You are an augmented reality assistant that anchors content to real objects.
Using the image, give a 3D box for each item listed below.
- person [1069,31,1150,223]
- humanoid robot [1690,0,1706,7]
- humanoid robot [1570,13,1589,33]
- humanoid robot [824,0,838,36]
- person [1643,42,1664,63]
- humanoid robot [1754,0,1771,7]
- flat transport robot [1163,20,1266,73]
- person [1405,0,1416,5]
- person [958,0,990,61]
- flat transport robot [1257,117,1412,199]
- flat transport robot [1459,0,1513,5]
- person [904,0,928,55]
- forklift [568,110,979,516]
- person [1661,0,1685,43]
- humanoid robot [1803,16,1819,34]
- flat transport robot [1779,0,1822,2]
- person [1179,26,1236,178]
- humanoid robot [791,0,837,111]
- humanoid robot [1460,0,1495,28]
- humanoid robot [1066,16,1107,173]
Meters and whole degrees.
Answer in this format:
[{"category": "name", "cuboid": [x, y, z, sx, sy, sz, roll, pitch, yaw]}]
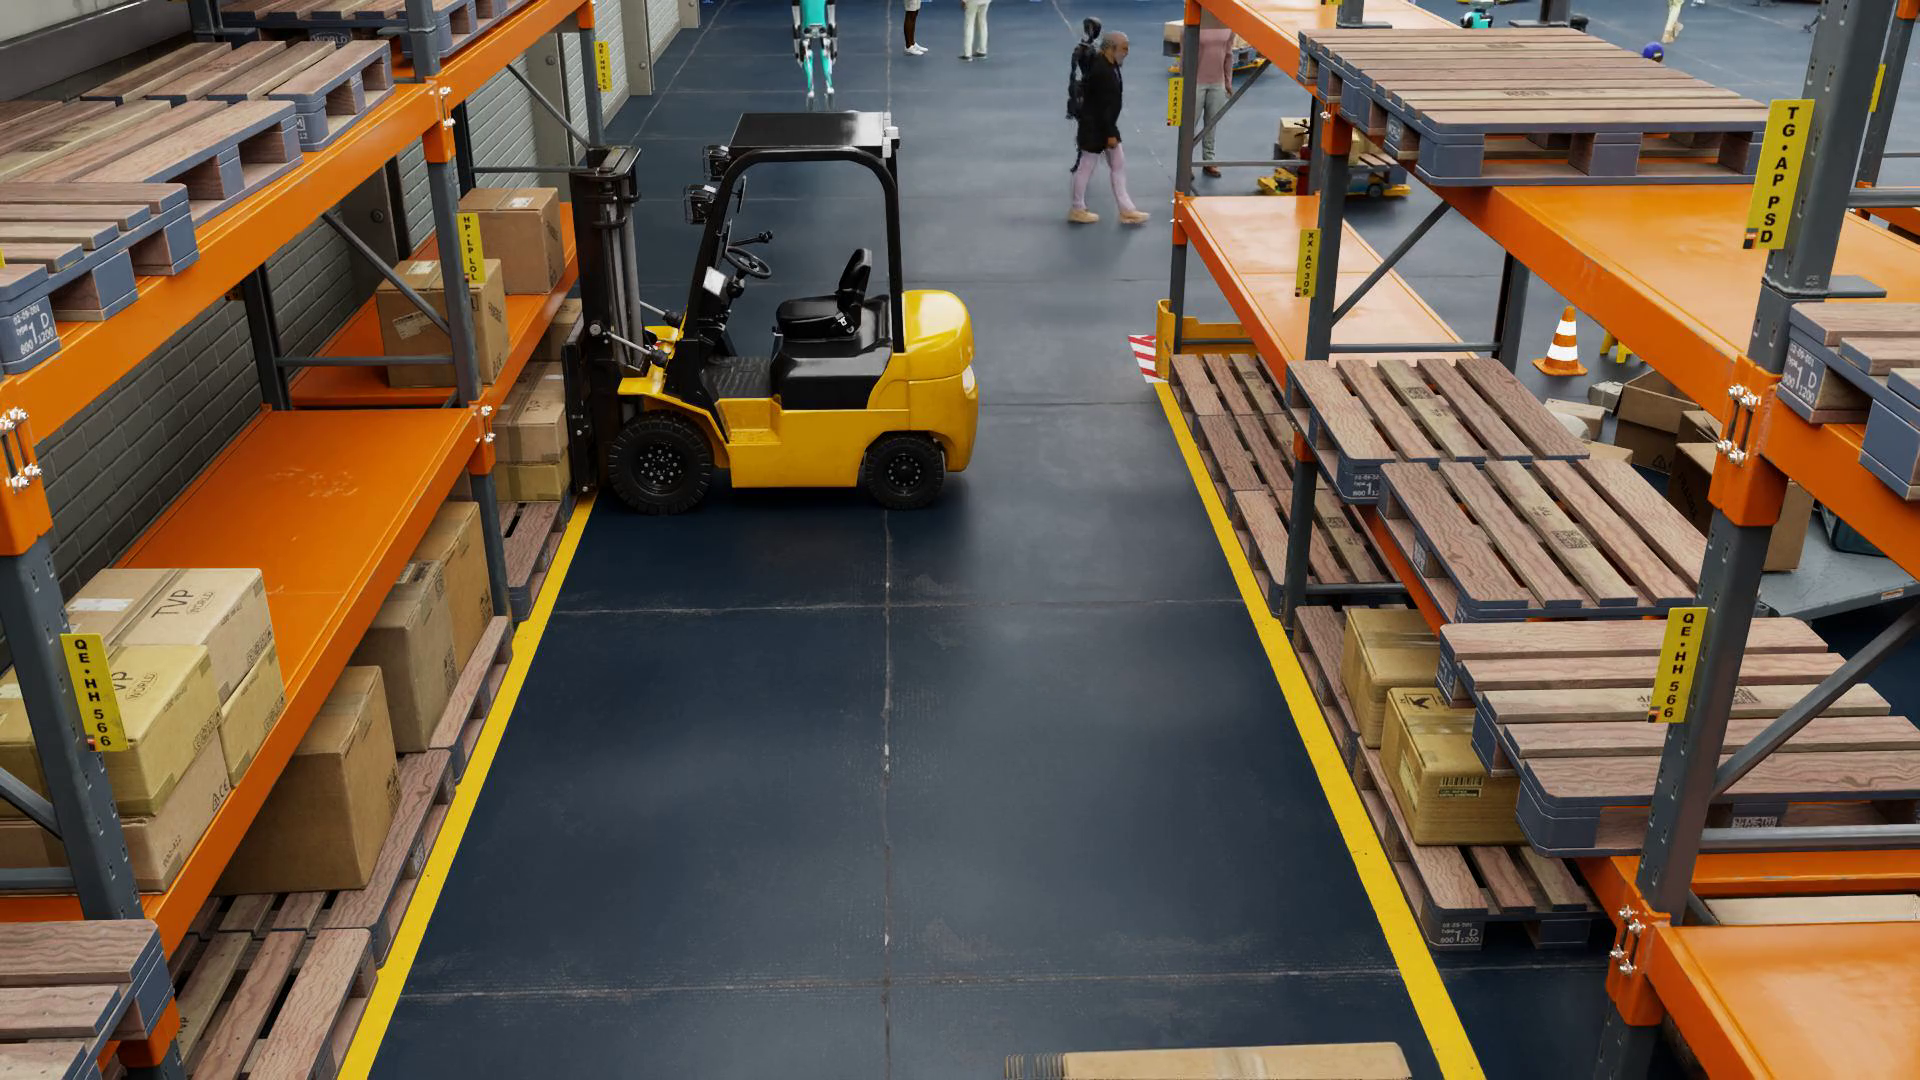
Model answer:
[{"category": "person", "cuboid": [1.434, -3.862, 15.672, 0.882, 1.806, 0.549, 10, 27, 20]}, {"category": "humanoid robot", "cuboid": [13.356, -10.349, 29.573, 0.548, 1.858, 0.659, -16, 30, -31]}, {"category": "humanoid robot", "cuboid": [6.541, -4.794, 17.878, 0.602, 1.655, 0.757, -12, 28, -23]}, {"category": "humanoid robot", "cuboid": [-2.174, -8.892, 26.492, 0.461, 1.648, 0.608, 20, 32, 36]}, {"category": "person", "cuboid": [6.532, -3.880, 15.873, 0.452, 1.667, 0.774, 20, 32, 35]}, {"category": "humanoid robot", "cuboid": [14.463, -10.348, 29.571, 0.339, 1.644, 0.592, 21, 32, 37]}, {"category": "flat transport robot", "cuboid": [3.678, -6.798, 23.700, 0.659, 0.231, 1.431, 23, 34, 40]}, {"category": "person", "cuboid": [6.831, -8.461, 25.390, 0.382, 1.837, 0.563, 22, 33, 39]}, {"category": "person", "cuboid": [0.228, -7.945, 24.401, 0.579, 1.742, 0.375, -20, 32, -35]}, {"category": "flat transport robot", "cuboid": [3.849, -3.675, 17.085, 1.431, 0.231, 0.659, -4, 26, -8]}, {"category": "flat transport robot", "cuboid": [9.797, -9.946, 30.366, 1.431, 0.231, 0.659, -15, 29, -28]}, {"category": "person", "cuboid": [-0.700, -8.255, 24.878, 0.377, 1.899, 0.543, 5, 26, 11]}, {"category": "forklift", "cuboid": [-1.043, -1.379, 9.976, 2.313, 2.155, 1.214, -1, 25, -2]}, {"category": "person", "cuboid": [11.324, -8.778, 26.060, 0.571, 1.834, 1.016, 22, 33, 39]}, {"category": "humanoid robot", "cuboid": [14.059, -8.928, 26.619, 0.731, 1.638, 0.610, 21, 32, 37]}, {"category": "flat transport robot", "cuboid": [15.510, -10.028, 30.539, 1.431, 0.231, 0.659, 16, 30, 31]}, {"category": "person", "cuboid": [2.594, -4.801, 17.517, 0.626, 1.940, 0.373, -8, 26, -16]}, {"category": "humanoid robot", "cuboid": [-1.691, -5.760, 19.774, 0.534, 1.785, 0.681, -5, 26, -11]}, {"category": "humanoid robot", "cuboid": [5.817, -4.977, 18.185, 0.541, 1.794, 0.811, -22, 33, -38]}, {"category": "humanoid robot", "cuboid": [1.352, -4.702, 17.623, 0.598, 1.648, 0.390, -22, 33, -39]}]
